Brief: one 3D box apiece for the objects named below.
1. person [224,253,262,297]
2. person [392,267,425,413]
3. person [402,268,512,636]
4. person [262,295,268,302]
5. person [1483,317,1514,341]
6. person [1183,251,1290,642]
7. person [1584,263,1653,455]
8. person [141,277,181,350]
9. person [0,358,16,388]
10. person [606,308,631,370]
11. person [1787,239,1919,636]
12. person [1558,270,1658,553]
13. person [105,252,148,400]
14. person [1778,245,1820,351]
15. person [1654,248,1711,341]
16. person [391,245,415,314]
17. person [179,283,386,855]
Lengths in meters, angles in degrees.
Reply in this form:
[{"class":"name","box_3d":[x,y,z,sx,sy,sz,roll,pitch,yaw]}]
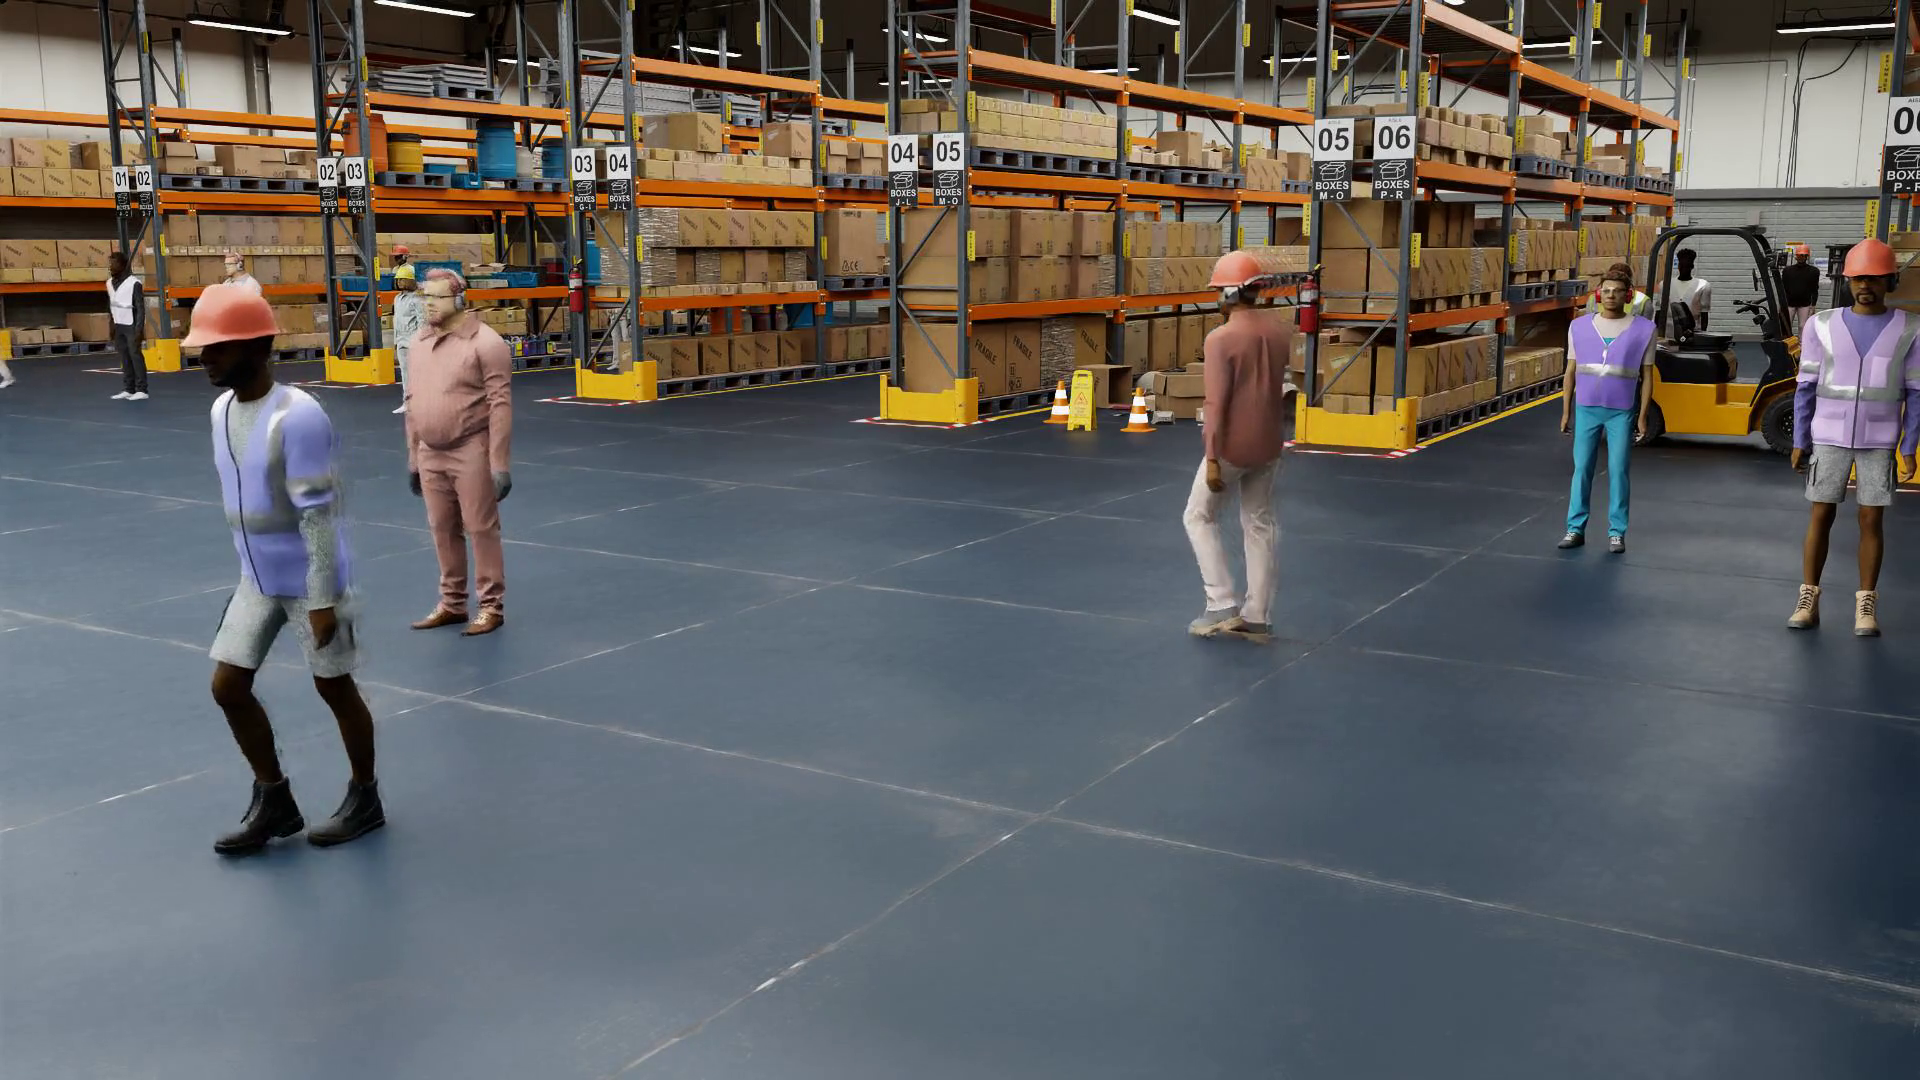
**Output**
[{"class":"person","box_3d":[-8.716,-2.509,20.122,0.641,1.908,0.407,6,12,31]},{"class":"person","box_3d":[-6.543,-2.358,19.725,0.487,1.746,0.289,6,12,31]},{"class":"person","box_3d":[-2.615,-0.440,8.595,0.687,1.895,0.405,5,11,24]},{"class":"person","box_3d":[-13.384,-4.506,31.688,0.526,1.772,0.308,6,12,31]},{"class":"person","box_3d":[10.119,-4.433,31.241,1.017,1.787,0.556,8,13,39]},{"class":"person","box_3d":[1.413,-0.467,8.469,0.635,1.973,0.505,-7,12,-35]},{"class":"person","box_3d":[6.154,-1.680,15.685,0.637,1.839,0.431,6,12,31]},{"class":"person","box_3d":[-14.104,-4.176,29.200,0.626,2.014,0.971,7,12,33]},{"class":"person","box_3d":[-13.645,-2.888,23.111,0.522,1.599,0.849,9,14,41]},{"class":"person","box_3d":[-5.425,-3.518,26.517,0.515,1.641,0.309,6,12,31]},{"class":"person","box_3d":[4.636,-0.522,8.609,0.608,2.044,0.378,6,12,31]},{"class":"person","box_3d":[4.260,-0.846,10.959,0.565,1.849,0.388,6,12,31]},{"class":"person","box_3d":[-10.817,-2.768,21.599,0.628,1.907,0.386,5,11,24]},{"class":"person","box_3d":[14.348,-4.049,28.491,0.612,1.997,0.375,6,12,31]},{"class":"person","box_3d":[8.404,-2.409,19.402,0.623,1.964,0.367,6,12,30]},{"class":"person","box_3d":[-9.521,-4.048,28.492,0.612,1.995,0.381,6,12,31]},{"class":"person","box_3d":[-2.201,0.118,5.444,0.545,1.894,0.642,6,12,28]}]
